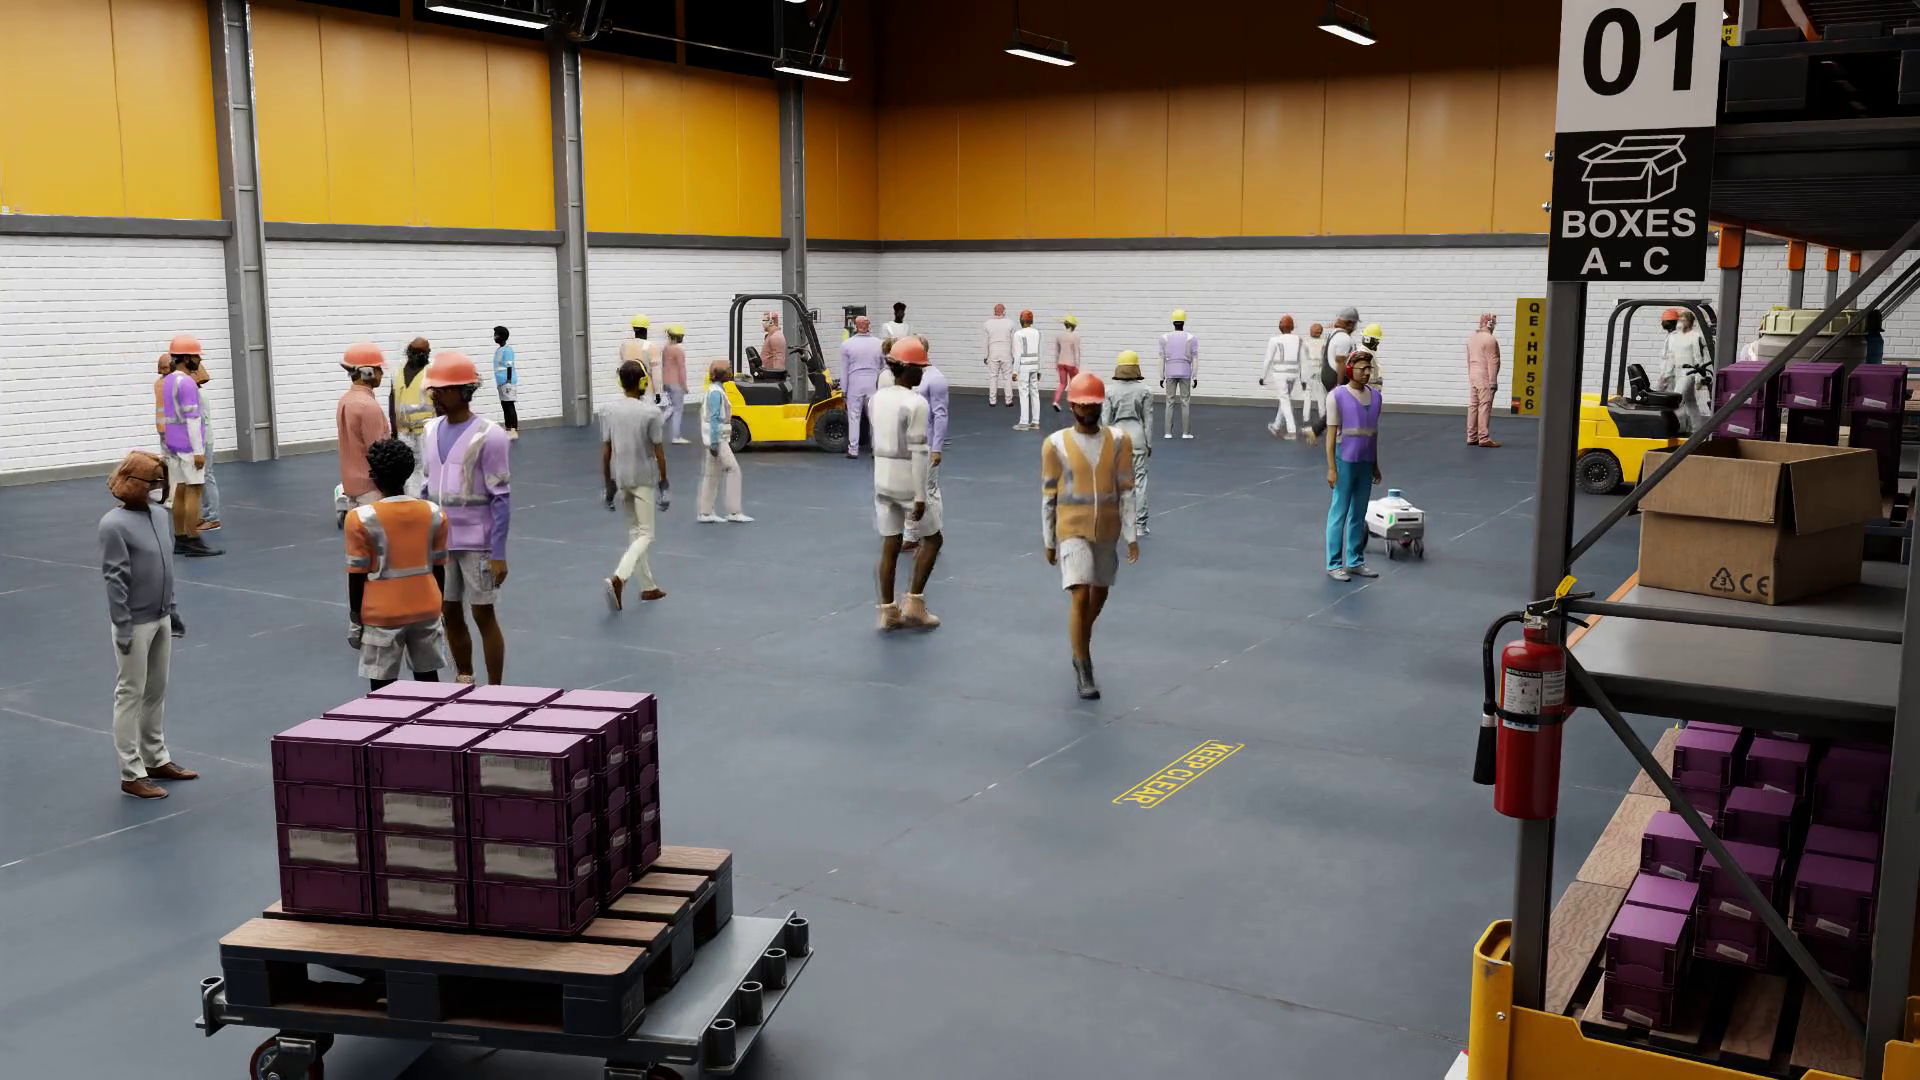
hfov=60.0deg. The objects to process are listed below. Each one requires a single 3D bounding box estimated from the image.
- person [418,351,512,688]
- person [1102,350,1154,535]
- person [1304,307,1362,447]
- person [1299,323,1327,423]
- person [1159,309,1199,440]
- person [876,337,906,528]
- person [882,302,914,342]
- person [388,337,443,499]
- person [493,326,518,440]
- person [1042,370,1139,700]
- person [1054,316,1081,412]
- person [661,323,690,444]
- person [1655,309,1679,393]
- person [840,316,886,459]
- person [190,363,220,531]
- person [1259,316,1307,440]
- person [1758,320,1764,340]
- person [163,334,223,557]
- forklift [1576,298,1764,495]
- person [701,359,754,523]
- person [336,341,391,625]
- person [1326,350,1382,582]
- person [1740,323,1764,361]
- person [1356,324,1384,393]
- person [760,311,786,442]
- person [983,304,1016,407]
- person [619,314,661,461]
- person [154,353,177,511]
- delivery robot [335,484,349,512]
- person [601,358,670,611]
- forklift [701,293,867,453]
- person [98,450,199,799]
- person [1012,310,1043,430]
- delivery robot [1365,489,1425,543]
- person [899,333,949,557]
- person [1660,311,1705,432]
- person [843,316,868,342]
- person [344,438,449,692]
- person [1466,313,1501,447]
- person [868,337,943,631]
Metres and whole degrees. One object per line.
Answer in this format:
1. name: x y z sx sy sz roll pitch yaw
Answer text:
1. person: -2.666 0.002 9.006 0.657 2.042 0.489 6 11 31
2. person: 1.572 -0.905 15.619 0.483 1.737 0.311 1 9 6
3. person: 5.148 -2.215 22.846 0.731 2.000 0.701 0 9 0
4. person: 5.845 -2.744 27.392 0.516 1.640 0.314 3 9 16
5. person: 3.234 -2.446 24.635 0.587 1.930 0.361 2 9 14
6. person: -0.648 -1.037 16.105 0.345 1.846 0.506 -1 9 -8
7. person: -1.096 -3.249 29.570 0.619 1.953 0.398 -3 10 -19
8. person: -5.369 -1.083 16.497 0.671 1.826 0.431 3 10 19
9. person: -6.734 -2.324 24.622 0.320 1.690 0.536 -6 11 -34
10. person: 0.748 -0.071 9.918 0.546 1.904 0.939 -2 9 -11
11. person: 1.933 -3.120 29.522 0.564 1.719 0.672 6 11 35
12. person: -4.131 -2.245 23.940 0.471 1.755 0.535 -7 12 -38
13. person: 10.722 -2.569 25.463 0.875 1.905 0.570 3 10 17
14. person: -1.286 -2.025 22.106 0.641 1.900 0.403 -3 9 -16
15. person: -7.289 -0.903 15.920 0.278 1.634 0.499 -6 11 -33
16. person: 4.827 -2.424 24.820 0.593 1.824 1.040 -4 10 -21
17. person: 11.864 -2.373 24.479 0.404 1.833 0.592 4 10 22
18. person: -6.693 -0.821 14.469 0.373 1.934 0.551 -9 12 -43
19. forklift: 7.954 -1.589 18.462 2.313 2.155 1.214 5 11 30
20. person: -2.263 -0.959 16.287 0.649 1.612 0.546 -1 9 -7
21. person: -4.051 -0.363 11.422 0.376 1.997 0.612 -8 12 -40
22. person: 3.151 -0.600 13.371 0.569 1.844 0.378 -6 11 -34
23. person: 10.405 -1.904 21.527 0.635 1.842 0.429 3 10 17
24. person: 5.167 -1.833 21.149 0.404 1.820 0.592 3 9 15
25. person: -2.743 -2.386 24.333 0.400 1.907 0.645 -1 9 -8
26. person: 0.742 -3.403 30.696 0.639 1.903 0.406 1 9 5
27. person: -4.158 -1.976 21.706 0.585 1.927 0.366 4 10 23
28. person: -8.169 -1.115 17.254 0.523 1.635 0.312 8 12 42
29. delivery robot: -5.887 -0.473 16.303 0.477 0.478 0.707 -1 9 -9
30. person: -2.396 -0.401 12.178 0.516 1.840 0.809 4 10 21
31. forklift: -2.458 -2.344 23.176 2.313 2.155 1.214 0 9 -2
32. person: -3.846 0.388 7.864 0.279 1.633 0.497 1 9 4
33. person: 1.056 -2.663 26.144 0.584 1.877 0.337 -8 12 -40
34. delivery robot: 3.803 -0.200 14.602 0.477 0.478 0.707 -1 9 -7
35. person: -0.367 -0.819 14.458 0.364 1.937 0.636 -8 12 -41
36. person: 10.462 -2.362 24.185 0.988 1.896 0.629 -1 9 -4
37. person: -1.604 -2.694 26.464 0.449 1.835 0.643 -7 11 -36
38. person: -2.647 0.360 7.869 0.321 1.689 0.530 7 12 38
39. person: 7.450 -2.266 23.602 0.407 1.903 0.639 -2 9 -13
40. person: -0.356 -0.372 11.418 0.530 2.026 0.606 -8 12 -42
